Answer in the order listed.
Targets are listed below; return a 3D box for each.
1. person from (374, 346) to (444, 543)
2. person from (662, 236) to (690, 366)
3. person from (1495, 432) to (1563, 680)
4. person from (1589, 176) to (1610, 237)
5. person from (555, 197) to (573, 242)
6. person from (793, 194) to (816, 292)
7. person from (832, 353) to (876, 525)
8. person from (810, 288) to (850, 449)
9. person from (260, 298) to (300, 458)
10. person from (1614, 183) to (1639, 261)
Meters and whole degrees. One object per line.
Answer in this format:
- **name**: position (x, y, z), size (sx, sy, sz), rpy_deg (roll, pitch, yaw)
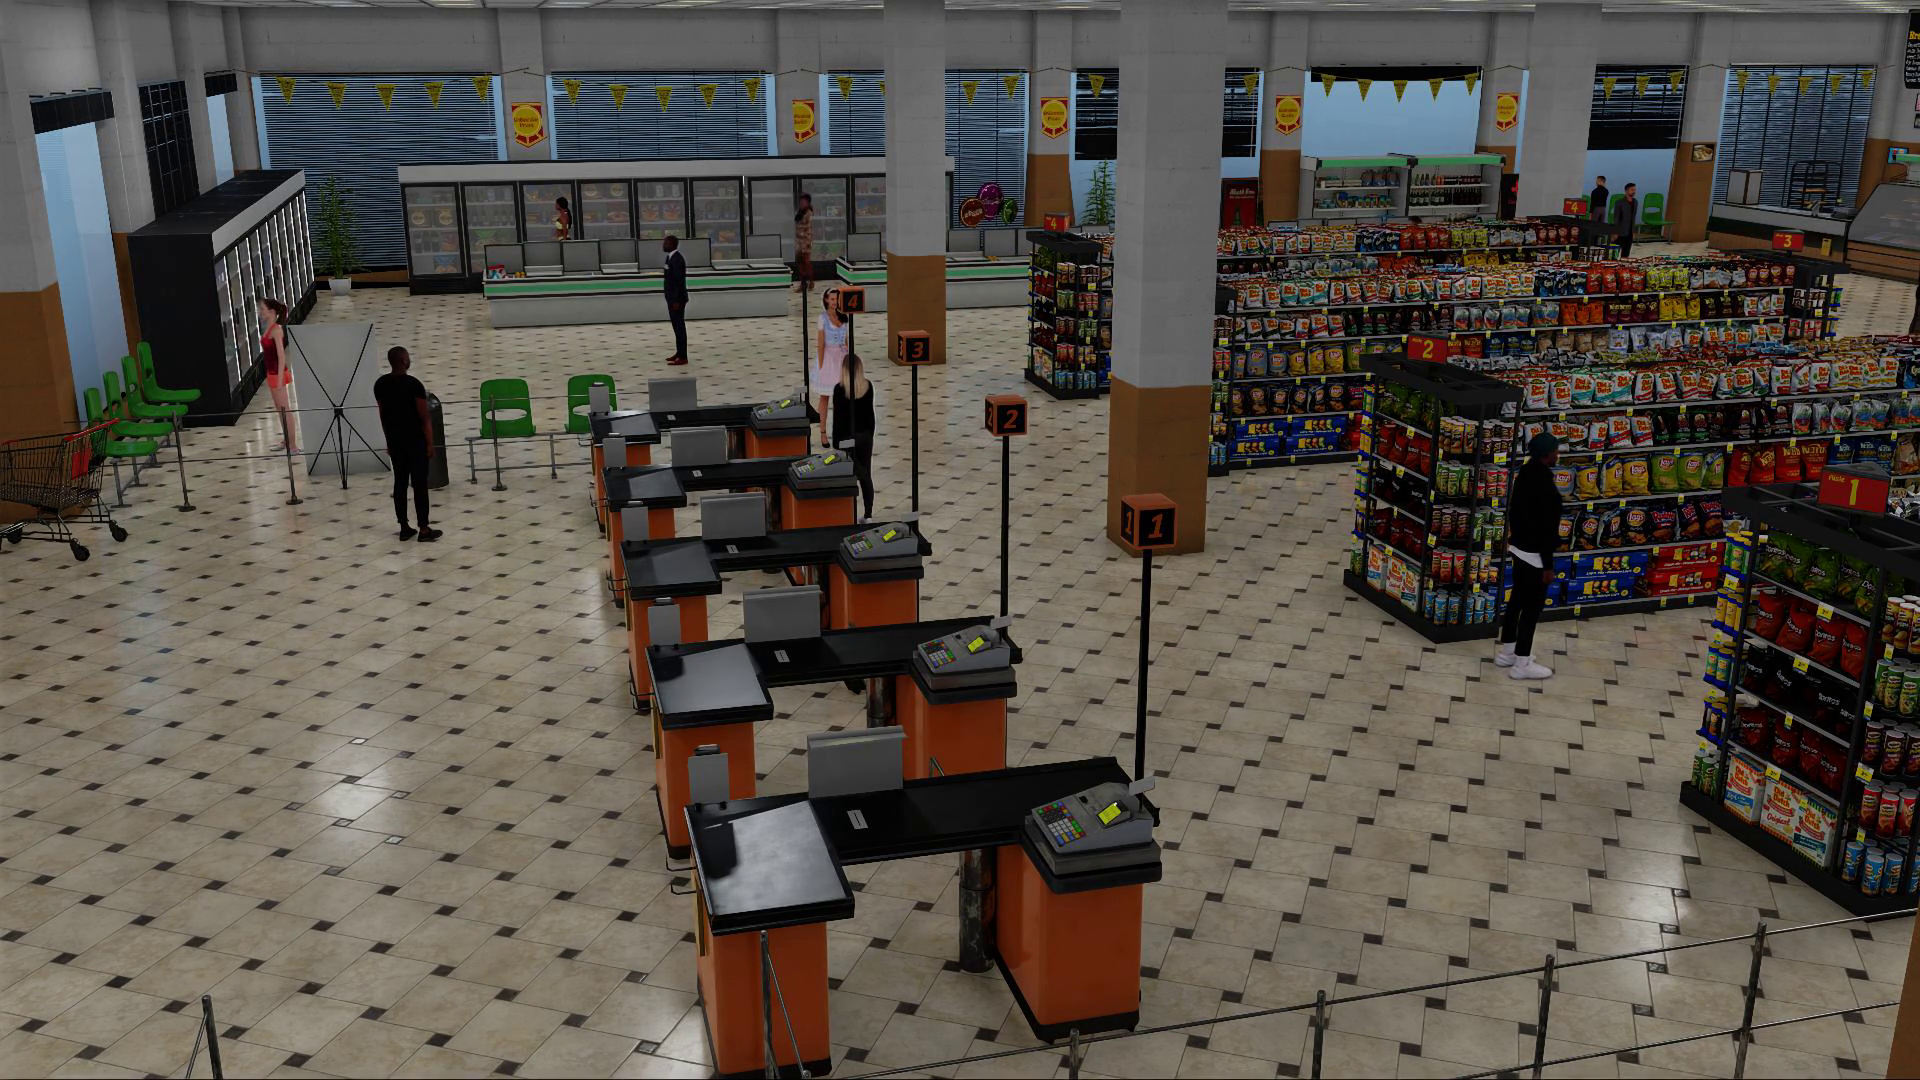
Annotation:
- **person**: position (-5.105, -0.888, 15.351), size (0.686, 1.820, 0.810), rpy_deg (4, 17, 14)
- **person**: position (-4.050, -3.426, 23.704), size (0.577, 1.824, 0.694), rpy_deg (-4, 17, -12)
- **person**: position (4.151, 0.100, 12.102), size (0.622, 1.818, 0.691), rpy_deg (-2, 17, -7)
- **person**: position (13.650, -6.944, 35.561), size (0.518, 1.666, 0.670), rpy_deg (-7, 18, -22)
- **person**: position (-7.098, -5.295, 29.978), size (0.538, 1.755, 0.588), rpy_deg (-2, 17, -7)
- **person**: position (-2.877, -5.422, 30.363), size (0.681, 1.773, 0.692), rpy_deg (-7, 18, -23)
- **person**: position (-1.004, -0.925, 15.706), size (0.579, 1.685, 0.737), rpy_deg (-11, 20, -31)
- **person**: position (-1.435, -1.963, 18.901), size (0.780, 1.815, 0.865), rpy_deg (-12, 20, -33)
- **person**: position (-7.618, -1.832, 18.574), size (0.640, 1.754, 0.627), rpy_deg (-10, 19, -29)
- **person**: position (12.581, -5.823, 31.513), size (0.586, 1.873, 0.769), rpy_deg (-7, 18, -22)
